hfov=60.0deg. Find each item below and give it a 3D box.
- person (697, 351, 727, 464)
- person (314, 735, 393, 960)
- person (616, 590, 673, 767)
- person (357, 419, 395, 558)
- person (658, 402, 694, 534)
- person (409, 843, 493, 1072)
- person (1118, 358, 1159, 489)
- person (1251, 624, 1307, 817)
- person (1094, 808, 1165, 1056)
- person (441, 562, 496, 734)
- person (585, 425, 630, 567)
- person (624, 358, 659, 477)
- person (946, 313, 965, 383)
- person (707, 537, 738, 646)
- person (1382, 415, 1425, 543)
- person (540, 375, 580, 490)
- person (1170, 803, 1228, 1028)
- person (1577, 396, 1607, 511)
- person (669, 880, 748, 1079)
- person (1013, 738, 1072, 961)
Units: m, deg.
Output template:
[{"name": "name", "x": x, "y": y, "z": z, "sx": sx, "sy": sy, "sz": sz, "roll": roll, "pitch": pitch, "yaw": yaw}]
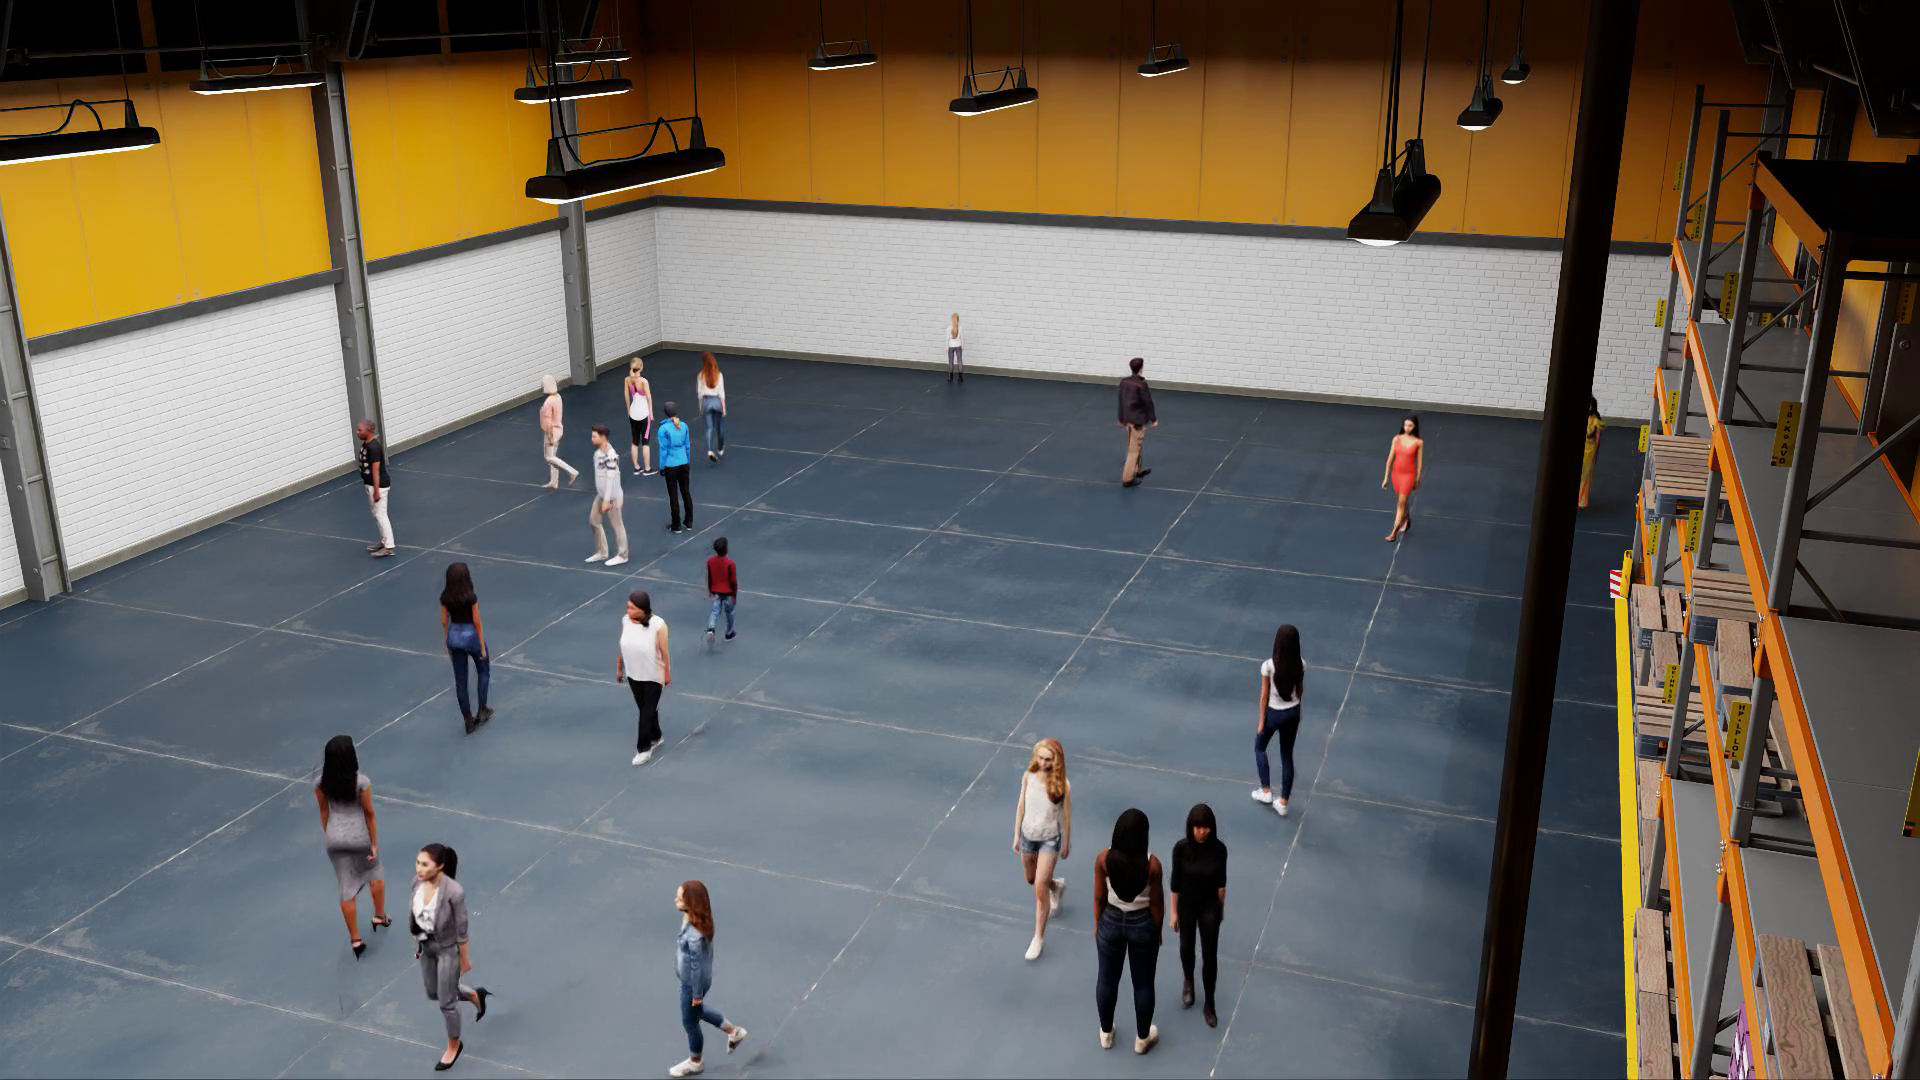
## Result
[{"name": "person", "x": -3.825, "y": -2.021, "z": 25.595, "sx": 0.847, "sy": 1.693, "sz": 1.175, "roll": 0, "pitch": 19, "yaw": 1}, {"name": "person", "x": -4.614, "y": 2.344, "z": 12.524, "sx": 0.780, "sy": 1.763, "sz": 0.889, "roll": -2, "pitch": 19, "yaw": -6}, {"name": "person", "x": -2.964, "y": 1.253, "z": 15.913, "sx": 0.762, "sy": 1.668, "sz": 0.891, "roll": 11, "pitch": 21, "yaw": 29}, {"name": "person", "x": -7.522, "y": -0.685, "z": 21.456, "sx": 0.787, "sy": 1.803, "sz": 0.749, "roll": -11, "pitch": 22, "yaw": -31}, {"name": "person", "x": -3.813, "y": -0.987, "z": 22.354, "sx": 0.646, "sy": 1.801, "sz": 0.751, "roll": -13, "pitch": 23, "yaw": -34}, {"name": "person", "x": -3.468, "y": 2.785, "z": 11.371, "sx": 0.712, "sy": 1.662, "sz": 0.885, "roll": 11, "pitch": 22, "yaw": 30}, {"name": "person", "x": 2.511, "y": -1.697, "z": 24.297, "sx": 1.091, "sy": 1.906, "sz": 0.982, "roll": -14, "pitch": 23, "yaw": -35}, {"name": "person", "x": 2.875, "y": 1.619, "z": 14.681, "sx": 0.776, "sy": 1.761, "sz": 0.828, "roll": -6, "pitch": 20, "yaw": -17}, {"name": "person", "x": 1.155, "y": 2.683, "z": 11.446, "sx": 0.645, "sy": 1.808, "sz": 0.596, "roll": 6, "pitch": 19, "yaw": 16}, {"name": "person", "x": -4.887, "y": 1.079, "z": 16.333, "sx": 0.688, "sy": 1.728, "sz": 0.766, "roll": 1, "pitch": 19, "yaw": 4}, {"name": "person", "x": -4.369, "y": -0.582, "z": 21.086, "sx": 0.959, "sy": 1.843, "sz": 0.903, "roll": -11, "pitch": 21, "yaw": -29}, {"name": "person", "x": -4.813, "y": -1.858, "z": 24.963, "sx": 0.619, "sy": 1.787, "sz": 0.534, "roll": 8, "pitch": 20, "yaw": 23}, {"name": "person", "x": -0.092, "y": -3.576, "z": 30.859, "sx": 0.567, "sy": 1.280, "sz": 0.604, "roll": -2, "pitch": 19, "yaw": -5}, {"name": "person", "x": -2.677, "y": 0.589, "z": 18.551, "sx": 0.556, "sy": 1.242, "sz": 0.763, "roll": 4, "pitch": 19, "yaw": 13}, {"name": "person", "x": 5.915, "y": -0.826, "z": 22.089, "sx": 0.801, "sy": 1.665, "sz": 1.199, "roll": 13, "pitch": 22, "yaw": 33}, {"name": "person", "x": -5.844, "y": -1.550, "z": 24.166, "sx": 0.757, "sy": 1.711, "sz": 0.840, "roll": 3, "pitch": 19, "yaw": 9}, {"name": "person", "x": 1.694, "y": 2.597, "z": 11.992, "sx": 0.675, "sy": 1.623, "sz": 0.844, "roll": 2, "pitch": 19, "yaw": 5}, {"name": "person", "x": 8.741, "y": -1.217, "z": 23.340, "sx": 1.019, "sy": 1.608, "sz": 1.337, "roll": 15, "pitch": 24, "yaw": 37}, {"name": "person", "x": -1.715, "y": 2.940, "z": 11.216, "sx": 0.831, "sy": 1.467, "sz": 0.816, "roll": -3, "pitch": 19, "yaw": -9}, {"name": "person", "x": 0.658, "y": 2.285, "z": 12.742, "sx": 0.682, "sy": 1.735, "sz": 1.077, "roll": 10, "pitch": 21, "yaw": 26}]
